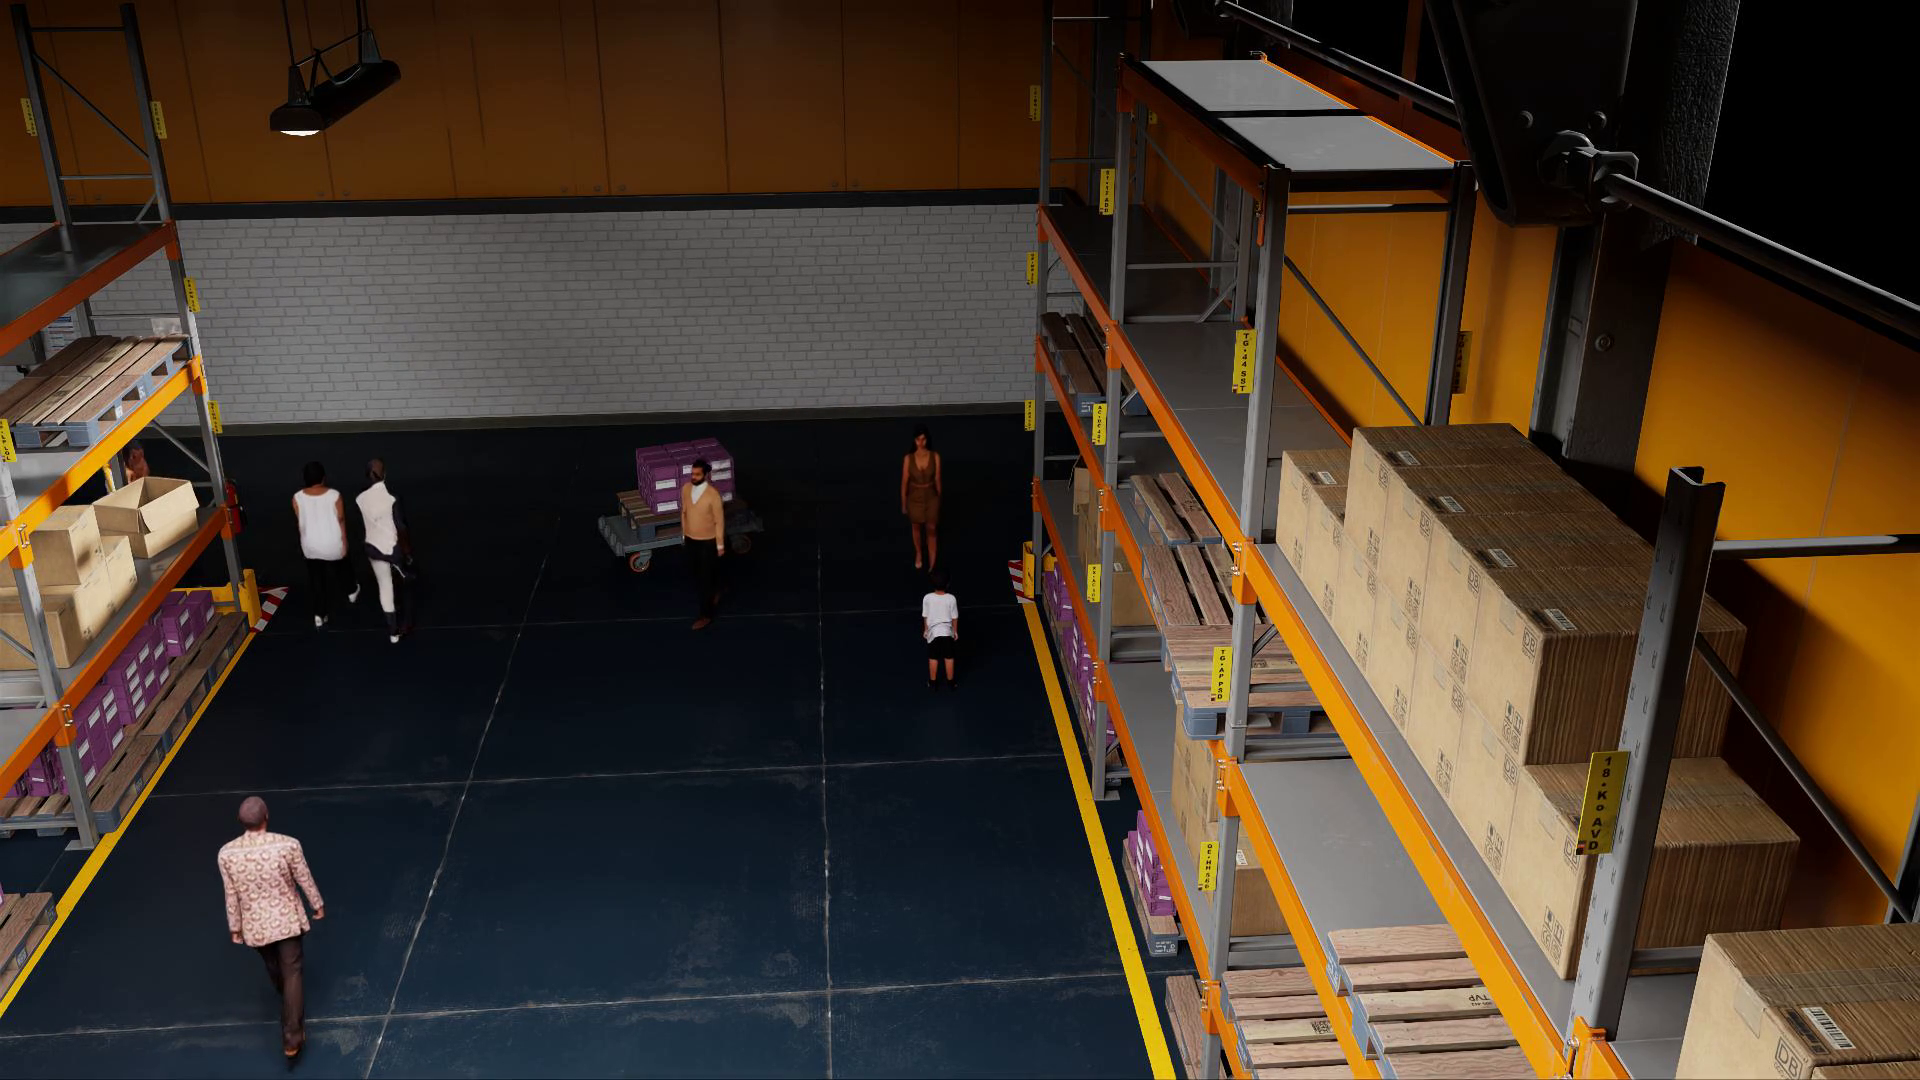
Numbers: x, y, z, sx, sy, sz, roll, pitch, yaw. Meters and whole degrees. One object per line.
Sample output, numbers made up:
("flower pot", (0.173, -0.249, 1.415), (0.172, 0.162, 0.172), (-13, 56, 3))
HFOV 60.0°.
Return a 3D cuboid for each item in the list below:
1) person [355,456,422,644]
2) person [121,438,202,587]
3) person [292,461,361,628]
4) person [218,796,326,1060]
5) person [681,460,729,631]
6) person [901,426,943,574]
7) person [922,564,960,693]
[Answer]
("person", (-5.578, 0.142, 16.098), (0.746, 1.872, 0.700), (2, 24, 4))
("person", (-8.378, -0.226, 17.164), (0.741, 1.693, 1.033), (-3, 24, -6))
("person", (-6.360, 0.059, 16.573), (0.662, 1.644, 1.108), (-1, 24, -3))
("person", (-4.453, 2.524, 10.777), (0.798, 1.769, 1.200), (-5, 24, -11))
("person", (-2.526, -0.009, 16.610), (0.968, 1.738, 1.065), (14, 27, 29))
("person", (-0.405, -0.441, 17.694), (0.584, 1.662, 0.888), (-2, 24, -4))
("person", (-0.178, 0.813, 15.324), (0.514, 1.262, 0.532), (2, 24, 4))
